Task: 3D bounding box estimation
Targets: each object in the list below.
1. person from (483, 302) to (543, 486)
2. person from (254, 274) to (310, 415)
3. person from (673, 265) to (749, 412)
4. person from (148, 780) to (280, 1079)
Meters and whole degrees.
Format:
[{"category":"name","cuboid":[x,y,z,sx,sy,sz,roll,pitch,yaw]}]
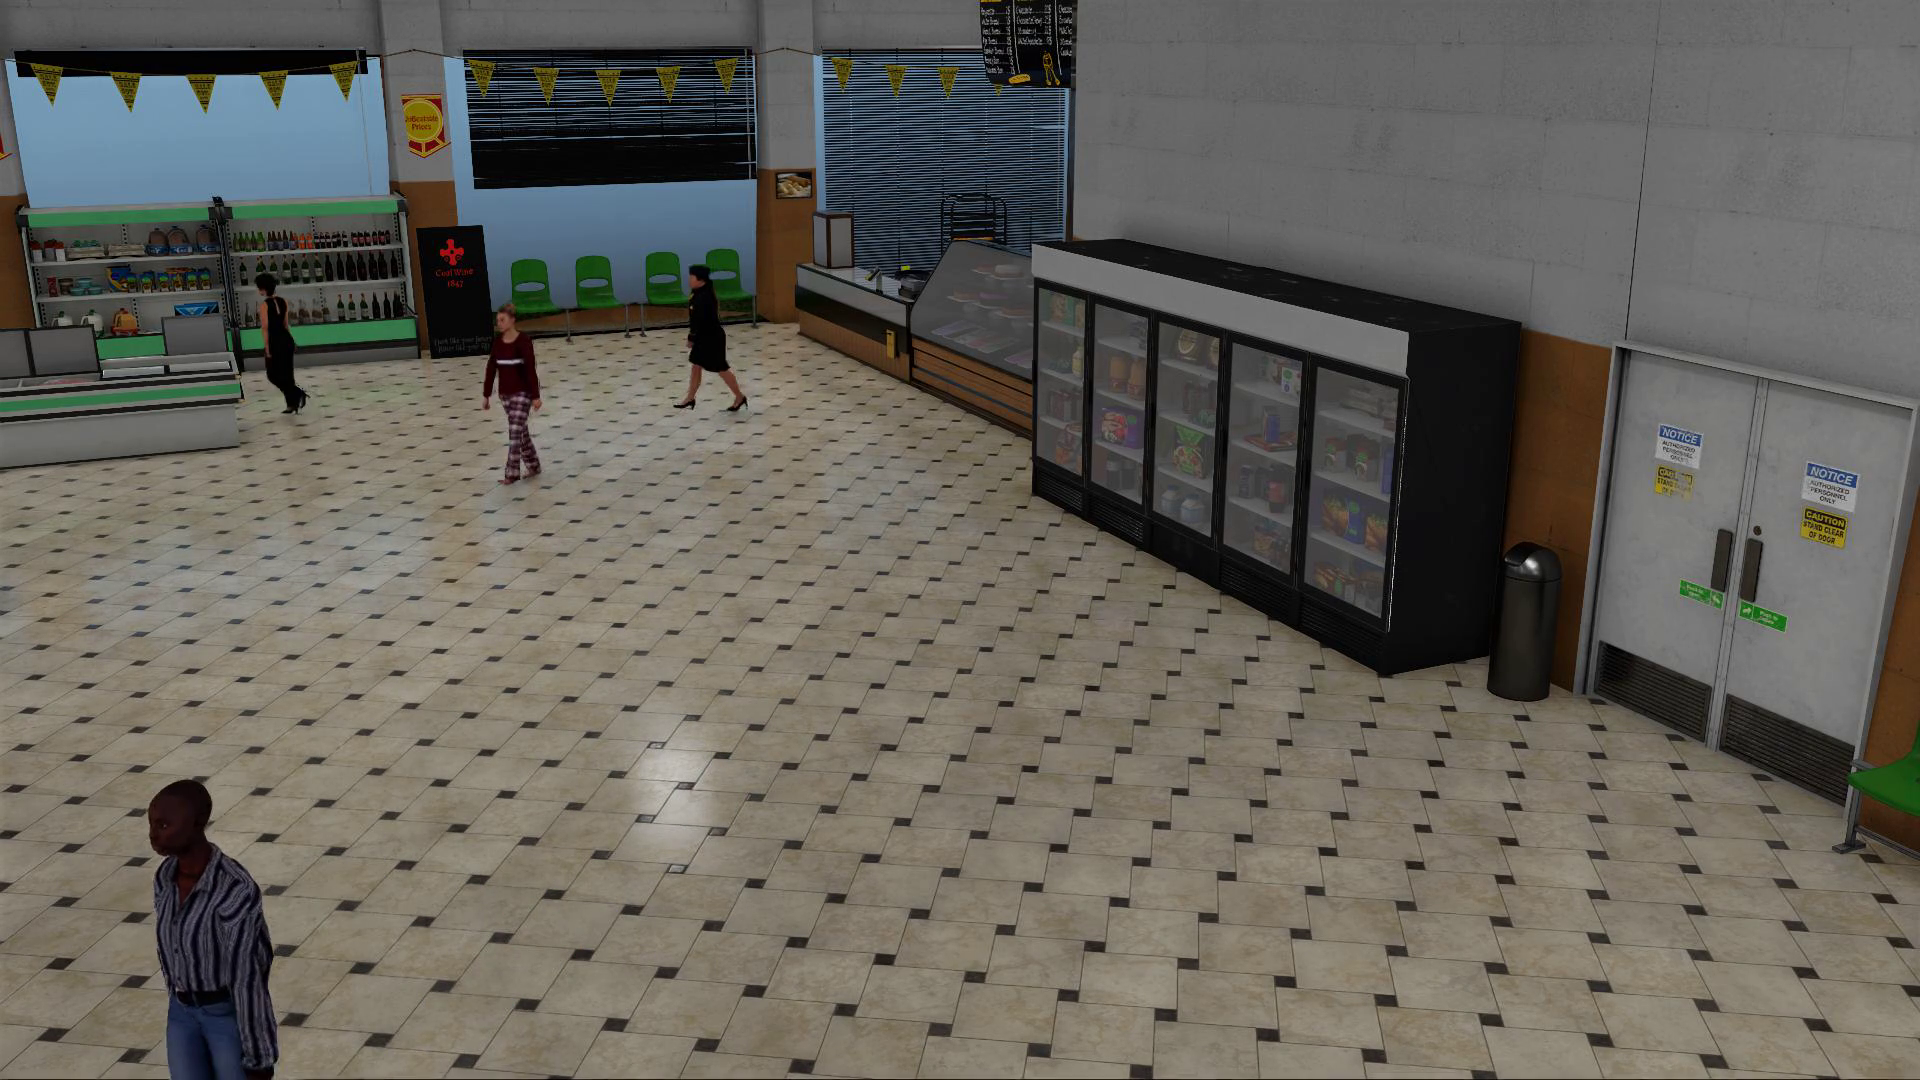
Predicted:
[{"category":"person","cuboid":[-4.137,-1.385,15.686,0.954,1.682,1.039,8,19,25]},{"category":"person","cuboid":[-7.425,-2.112,18.249,0.888,1.583,0.827,7,18,23]},{"category":"person","cuboid":[-2.699,-2.189,18.422,1.166,1.630,0.931,-2,17,-6]},{"category":"person","cuboid":[-2.420,1.621,5.626,0.971,1.774,1.057,8,19,24]}]
